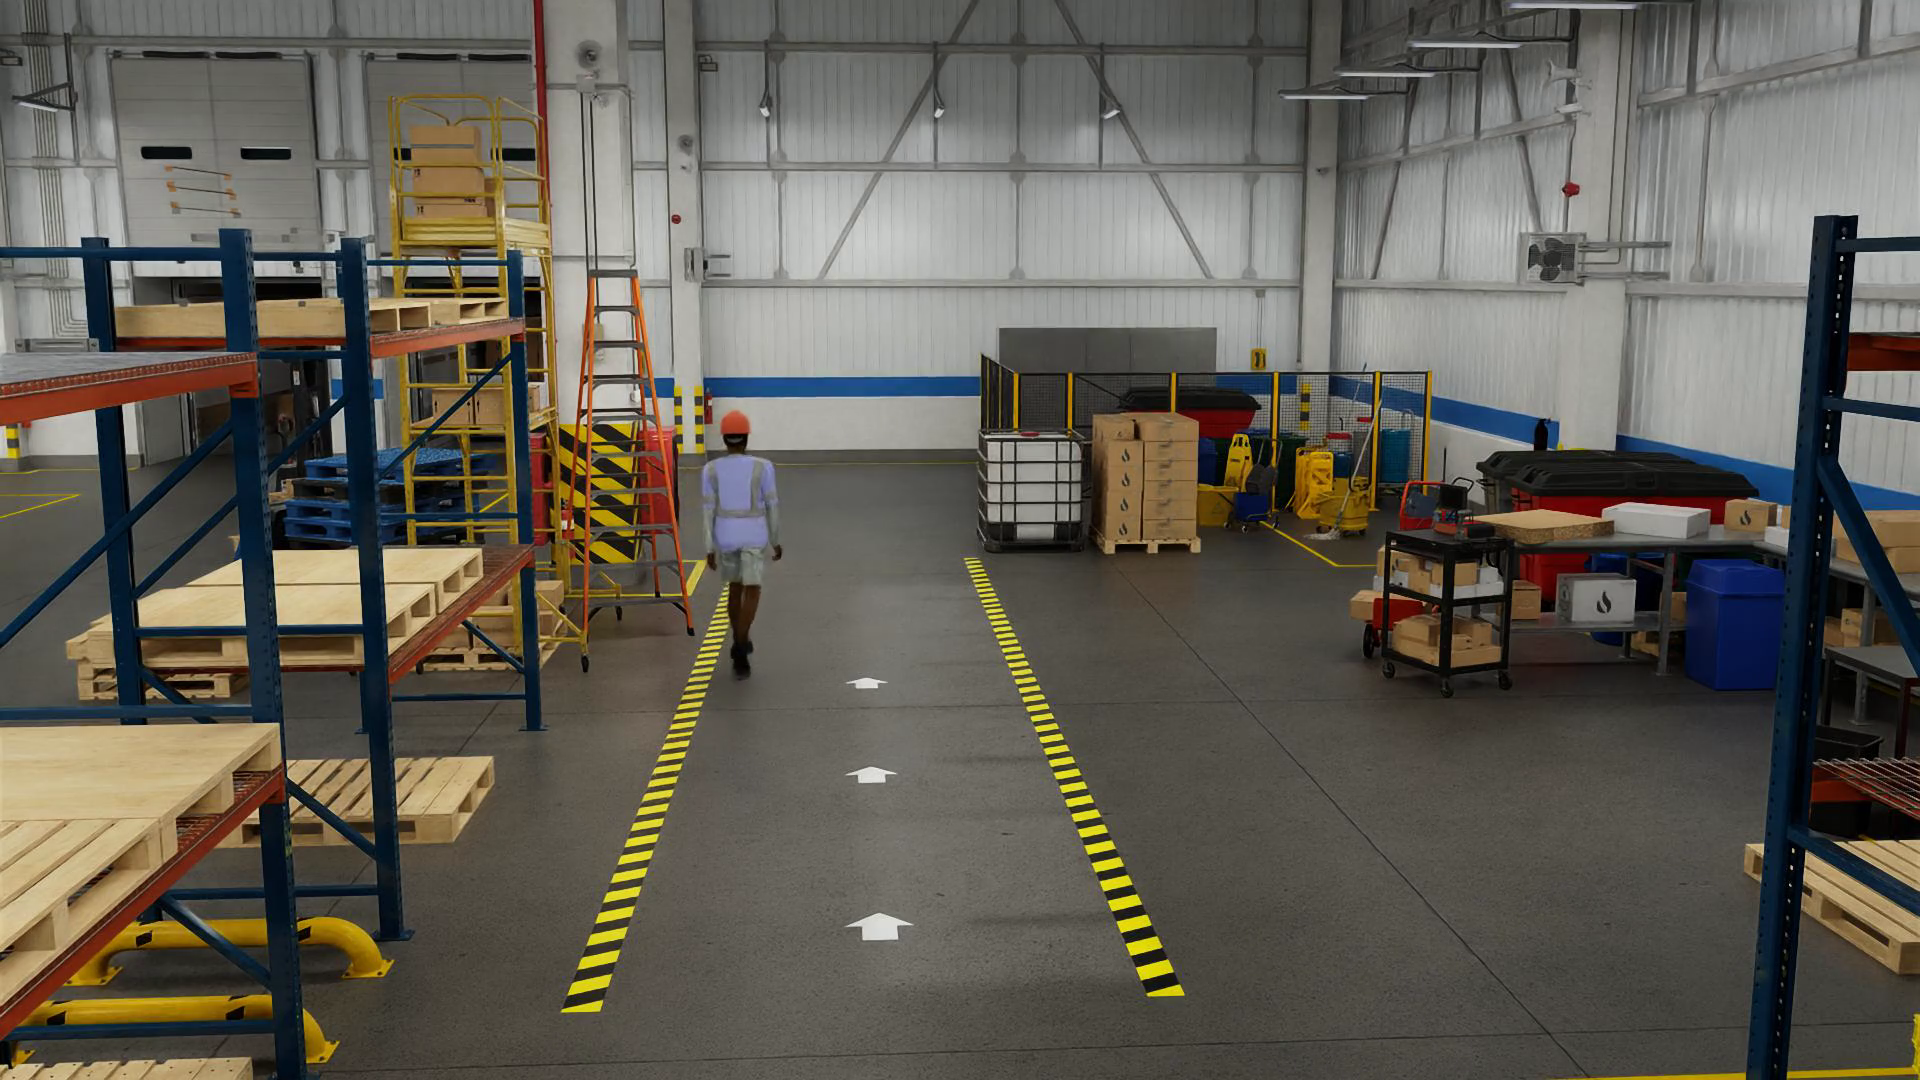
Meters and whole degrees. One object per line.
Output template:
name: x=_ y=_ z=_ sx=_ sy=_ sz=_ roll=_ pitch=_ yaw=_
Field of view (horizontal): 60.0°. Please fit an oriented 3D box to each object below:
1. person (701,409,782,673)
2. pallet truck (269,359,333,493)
person: x=-1.626 y=0.000 z=12.209 sx=0.553 sy=1.908 sz=0.893 roll=1 pitch=9 yaw=8
pallet truck: x=-7.062 y=-1.131 z=18.996 sx=1.885 sy=1.965 sz=0.823 roll=2 pitch=9 yaw=13
